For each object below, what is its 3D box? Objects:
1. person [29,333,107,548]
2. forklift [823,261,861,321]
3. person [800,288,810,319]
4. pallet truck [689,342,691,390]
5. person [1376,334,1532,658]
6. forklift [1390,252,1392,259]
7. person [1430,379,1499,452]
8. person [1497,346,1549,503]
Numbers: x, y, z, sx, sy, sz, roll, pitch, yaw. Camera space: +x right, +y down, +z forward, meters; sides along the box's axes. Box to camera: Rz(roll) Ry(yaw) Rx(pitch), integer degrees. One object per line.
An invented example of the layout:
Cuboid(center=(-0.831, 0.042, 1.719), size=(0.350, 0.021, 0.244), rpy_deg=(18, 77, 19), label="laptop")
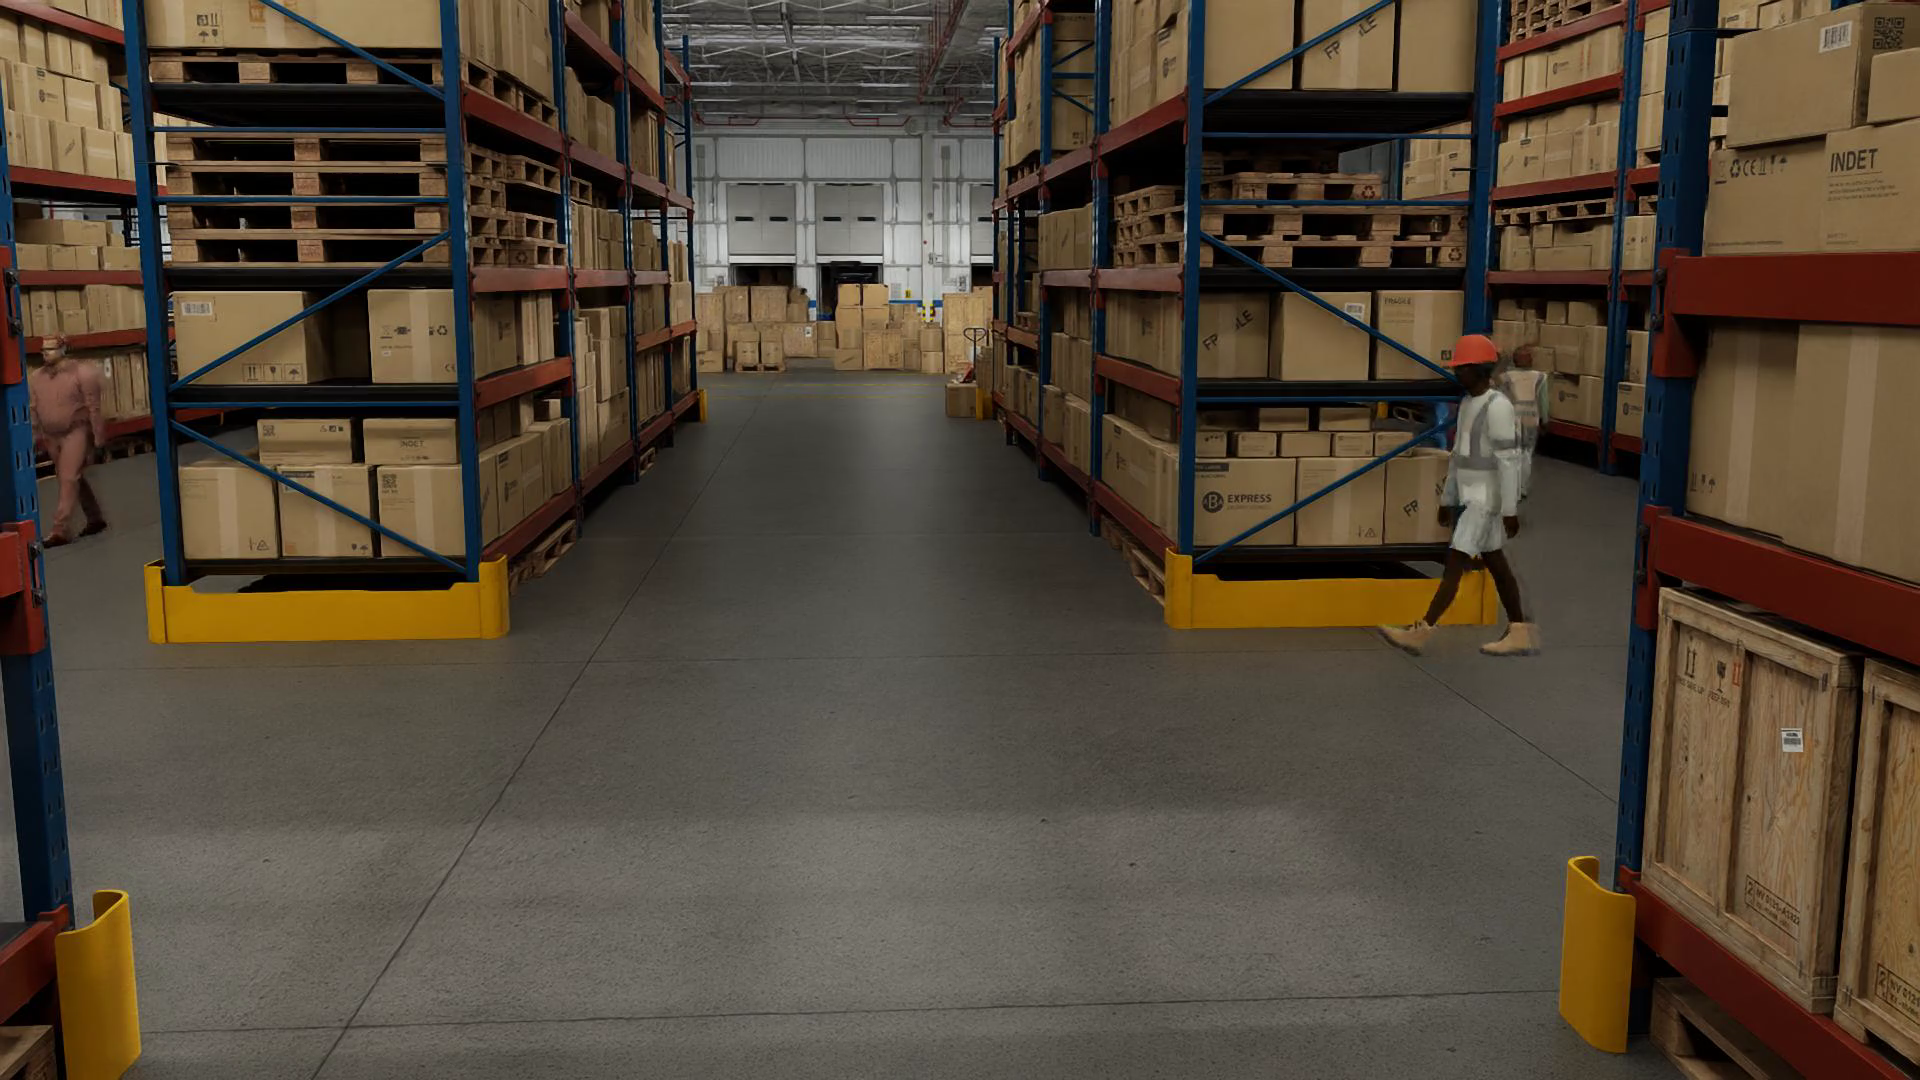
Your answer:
Cuboid(center=(-7.924, -0.904, 14.735), size=(0.669, 1.859, 1.006), rpy_deg=(2, 9, 12), label="person")
Cuboid(center=(-3.721, -7.733, 54.388), size=(1.129, 2.768, 1.873), rpy_deg=(-4, 10, -25), label="forklift")
Cuboid(center=(-5.826, -8.333, 61.257), size=(0.653, 1.877, 1.020), rpy_deg=(-7, 11, -37), label="person")
Cuboid(center=(-5.225, -3.008, 27.480), size=(1.885, 1.965, 0.823), rpy_deg=(2, 9, 14), label="pallet truck")
Cuboid(center=(3.071, -0.254, 10.180), size=(1.034, 1.991, 0.639), rpy_deg=(0, 9, 0), label="person")
Cuboid(center=(8.612, -4.462, 33.848), size=(1.129, 2.768, 1.873), rpy_deg=(-1, 9, -4), label="forklift")
Cuboid(center=(4.222, -0.751, 13.976), size=(0.617, 1.798, 0.980), rpy_deg=(-1, 9, -4), label="person")
Cuboid(center=(5.814, -1.207, 17.320), size=(0.547, 1.615, 0.586), rpy_deg=(1, 9, 5), label="person")
